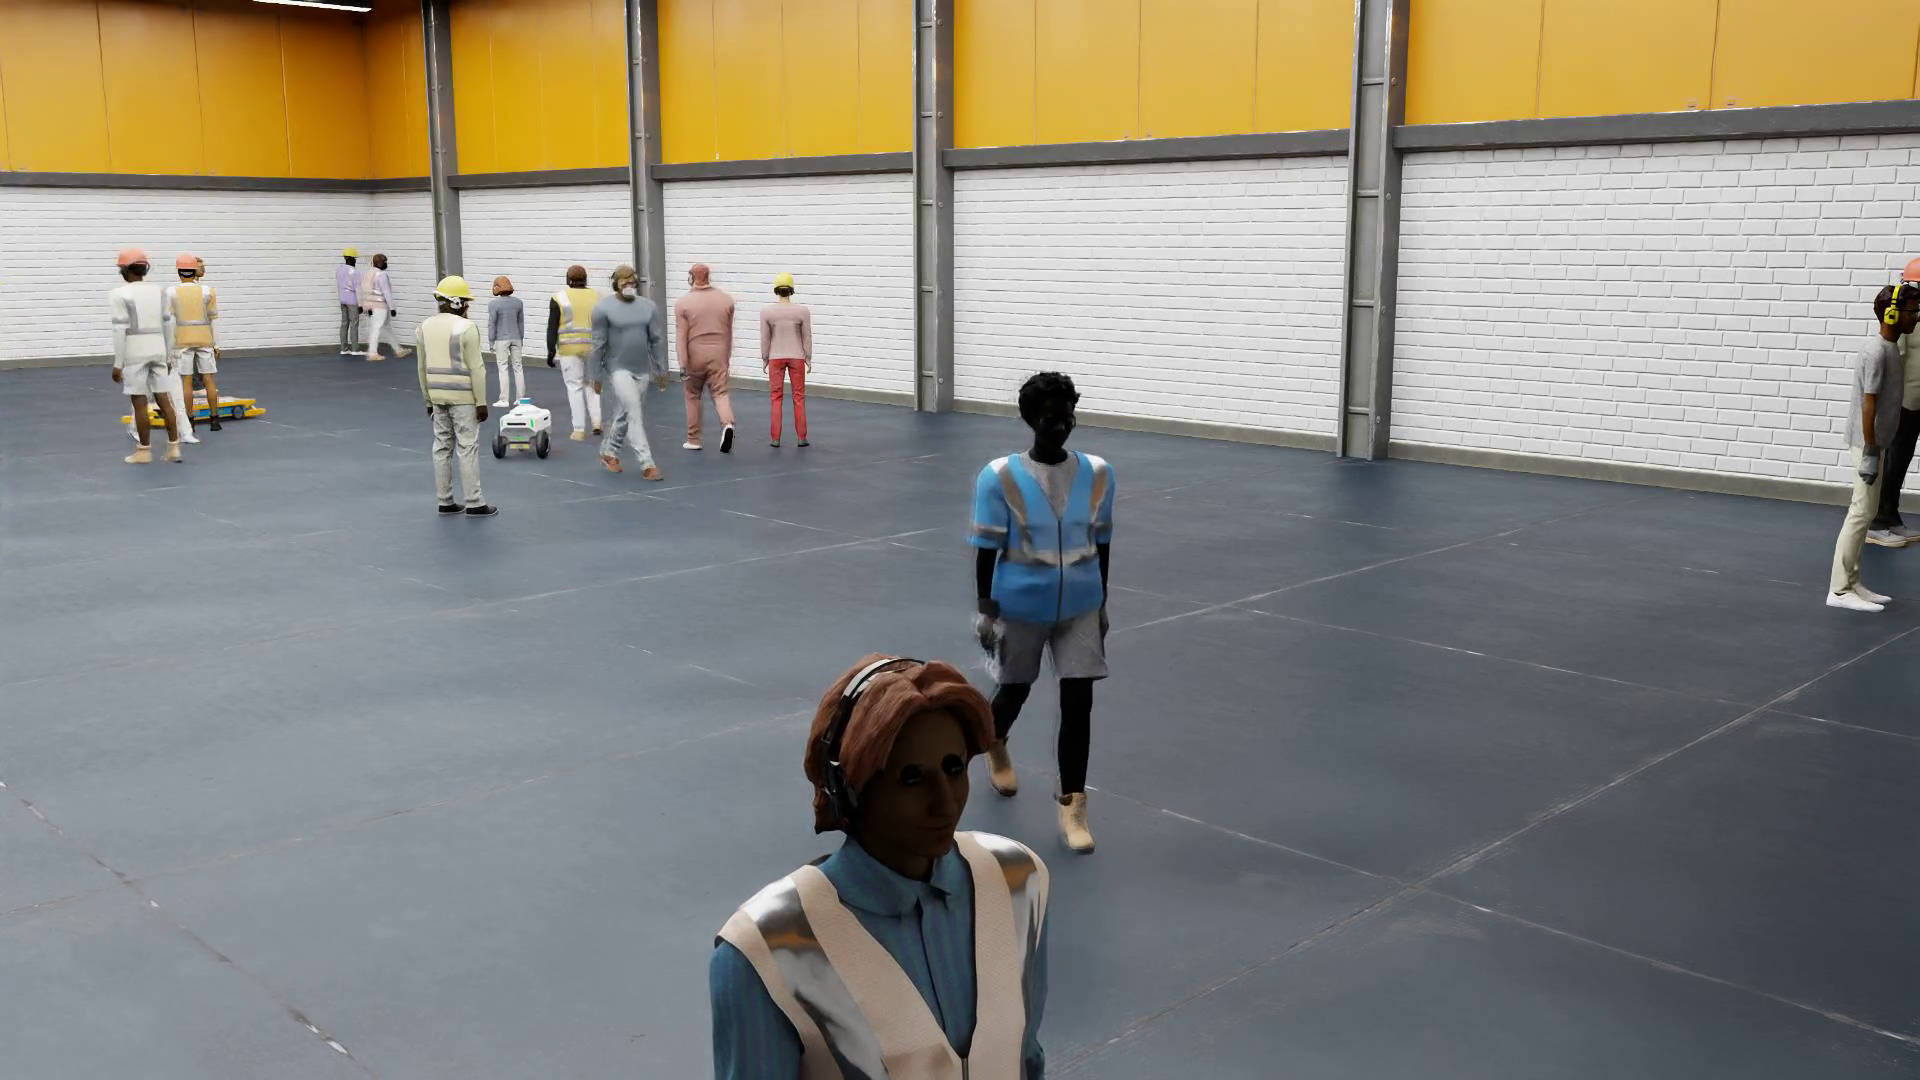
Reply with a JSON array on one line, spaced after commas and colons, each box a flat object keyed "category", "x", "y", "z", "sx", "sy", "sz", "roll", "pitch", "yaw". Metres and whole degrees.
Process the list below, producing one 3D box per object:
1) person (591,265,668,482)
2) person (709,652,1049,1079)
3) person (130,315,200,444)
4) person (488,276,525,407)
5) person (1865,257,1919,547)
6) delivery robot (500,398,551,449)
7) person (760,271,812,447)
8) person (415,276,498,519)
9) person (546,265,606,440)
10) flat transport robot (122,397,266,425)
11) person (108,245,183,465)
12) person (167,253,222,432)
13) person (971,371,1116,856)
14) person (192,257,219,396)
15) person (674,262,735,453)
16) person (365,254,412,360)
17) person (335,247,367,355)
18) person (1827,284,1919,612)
[{"category": "person", "x": -2.946, "y": -1.482, "z": 14.685, "sx": 0.649, "sy": 1.887, "sz": 0.990, "roll": -9, "pitch": 14, "yaw": -42}, {"category": "person", "x": -0.081, "y": 0.941, "z": 2.106, "sx": 0.514, "sy": 1.641, "sz": 0.309, "roll": -9, "pitch": 14, "yaw": -41}, {"category": "person", "x": -8.263, "y": -1.784, "z": 17.080, "sx": 0.858, "sy": 1.598, "sz": 0.536, "roll": 5, "pitch": 12, "yaw": 26}, {"category": "person", "x": -5.657, "y": -2.471, "z": 20.753, "sx": 0.277, "sy": 1.628, "sz": 0.500, "roll": 10, "pitch": 14, "yaw": 43}, {"category": "person", "x": 6.543, "y": -0.955, "z": 11.478, "sx": 0.623, "sy": 1.992, "sz": 0.397, "roll": -10, "pitch": 14, "yaw": -42}, {"category": "delivery robot", "x": -4.210, "y": -1.135, "z": 16.129, "sx": 0.477, "sy": 0.478, "sz": 0.707, "roll": 0, "pitch": 10, "yaw": 0}, {"category": "person", "x": -1.748, "y": -1.810, "z": 16.758, "sx": 0.525, "sy": 1.772, "sz": 0.301, "roll": -1, "pitch": 10, "yaw": -3}, {"category": "person", "x": -3.803, "y": -1.071, "z": 12.574, "sx": 0.587, "sy": 1.826, "sz": 0.404, "roll": 5, "pitch": 12, "yaw": 26}, {"category": "person", "x": -3.987, "y": -1.951, "z": 17.386, "sx": 0.645, "sy": 1.827, "sz": 0.462, "roll": -7, "pitch": 12, "yaw": -33}, {"category": "flat transport robot", "x": -8.785, "y": -1.492, "z": 19.108, "sx": 0.652, "sy": 0.197, "sz": 1.431, "roll": 5, "pitch": 12, "yaw": 25}, {"category": "person", "x": -7.629, "y": -1.713, "z": 15.502, "sx": 0.392, "sy": 2.049, "sz": 0.612, "roll": 5, "pitch": 12, "yaw": 28}, {"category": "person", "x": -8.329, "y": -2.133, "z": 18.061, "sx": 0.542, "sy": 1.938, "sz": 0.358, "roll": -6, "pitch": 12, "yaw": -29}, {"category": "person", "x": 0.283, "y": 0.215, "z": 5.987, "sx": 0.536, "sy": 1.671, "sz": 0.786, "roll": -3, "pitch": 11, "yaw": -13}, {"category": "person", "x": -10.149, "y": -2.840, "z": 22.165, "sx": 0.346, "sy": 1.847, "sz": 0.505, "roll": -3, "pitch": 11, "yaw": -13}, {"category": "person", "x": -2.494, "y": -1.788, "z": 16.347, "sx": 0.627, "sy": 1.874, "sz": 0.799, "roll": -5, "pitch": 11, "yaw": -25}, {"category": "person", "x": -9.832, "y": -3.994, "z": 28.577, "sx": 0.896, "sy": 1.799, "sz": 0.642, "roll": -8, "pitch": 13, "yaw": -37}, {"category": "person", "x": -10.864, "y": -4.250, "z": 29.673, "sx": 0.582, "sy": 1.918, "sz": 0.405, "roll": 6, "pitch": 12, "yaw": 29}, {"category": "person", "x": 5.223, "y": -0.520, "z": 9.489, "sx": 0.321, "sy": 1.862, "sz": 0.509, "roll": 7, "pitch": 13, "yaw": 34}]
